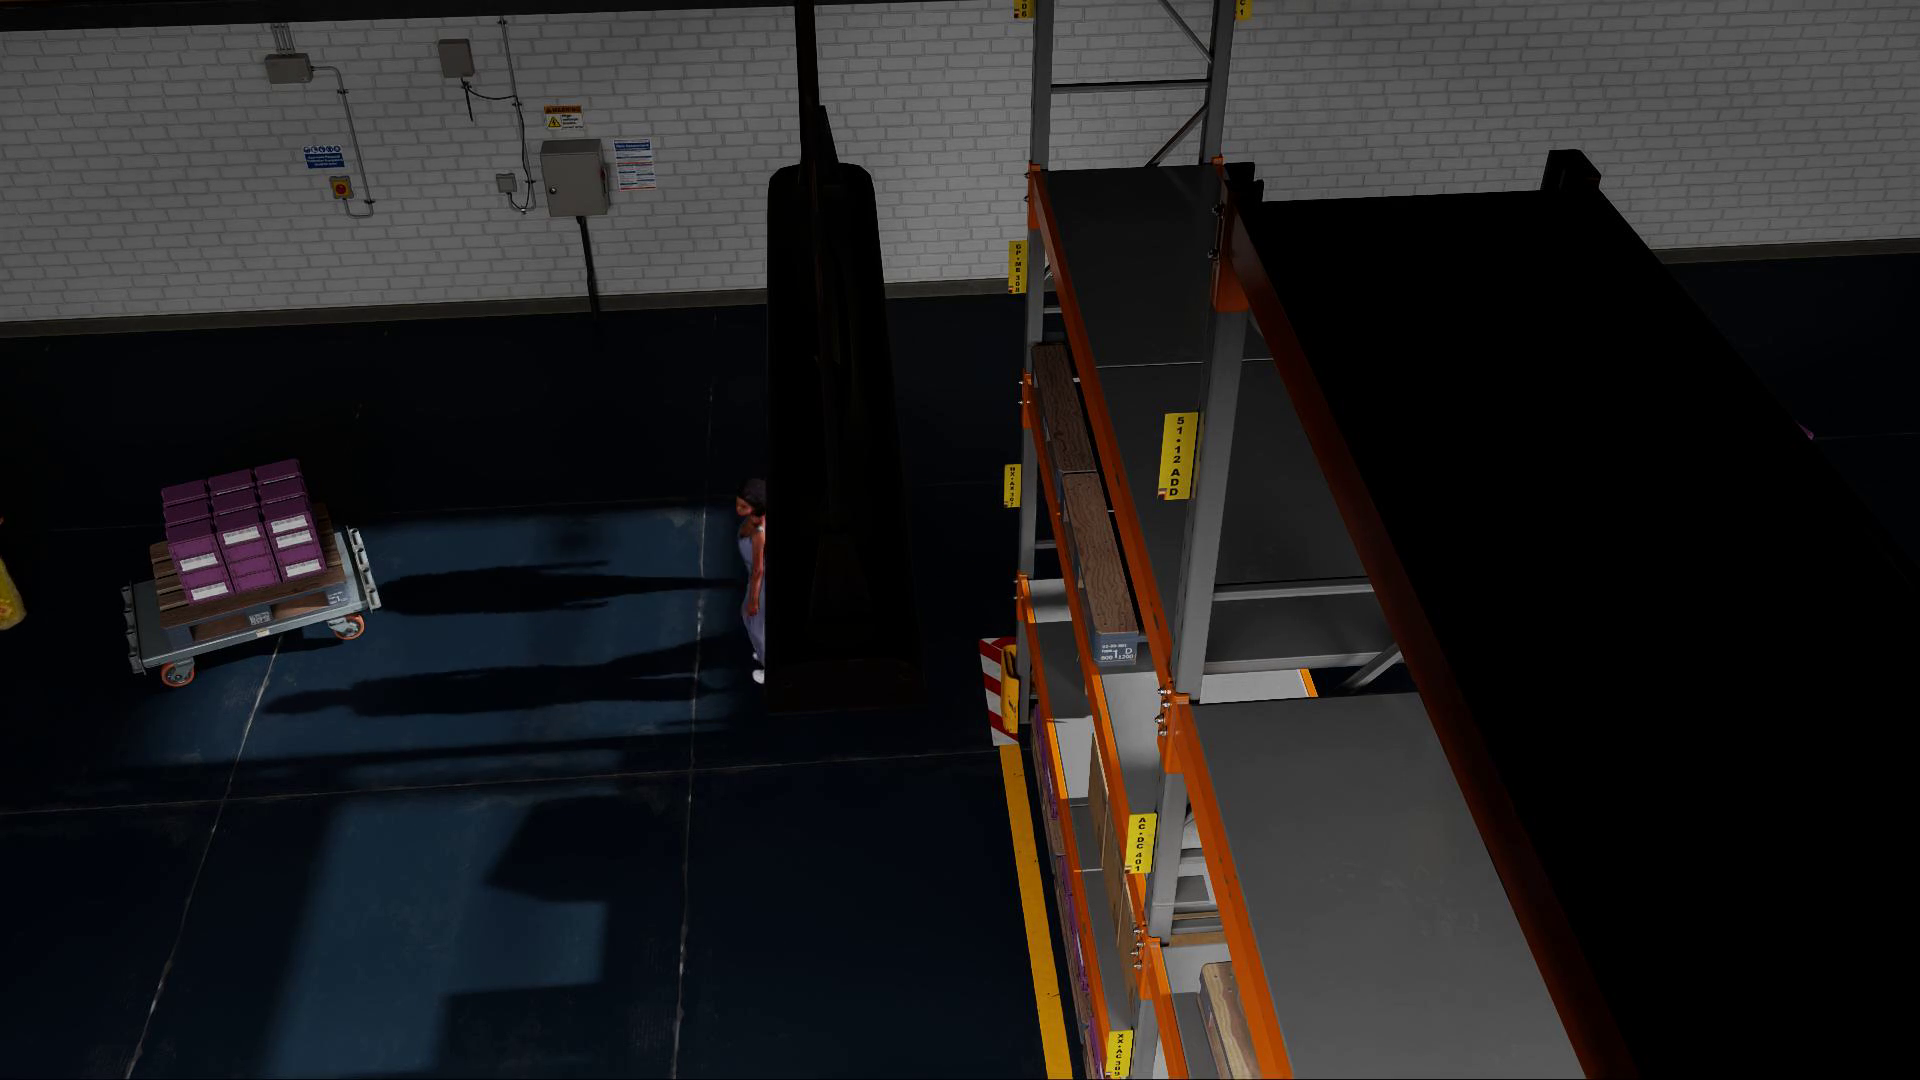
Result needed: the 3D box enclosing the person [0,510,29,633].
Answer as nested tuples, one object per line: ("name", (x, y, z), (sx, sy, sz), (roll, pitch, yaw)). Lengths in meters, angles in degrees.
("person", (-7.004, -0.007, 11.553), (0.923, 1.629, 0.992), (-16, 41, -19))
